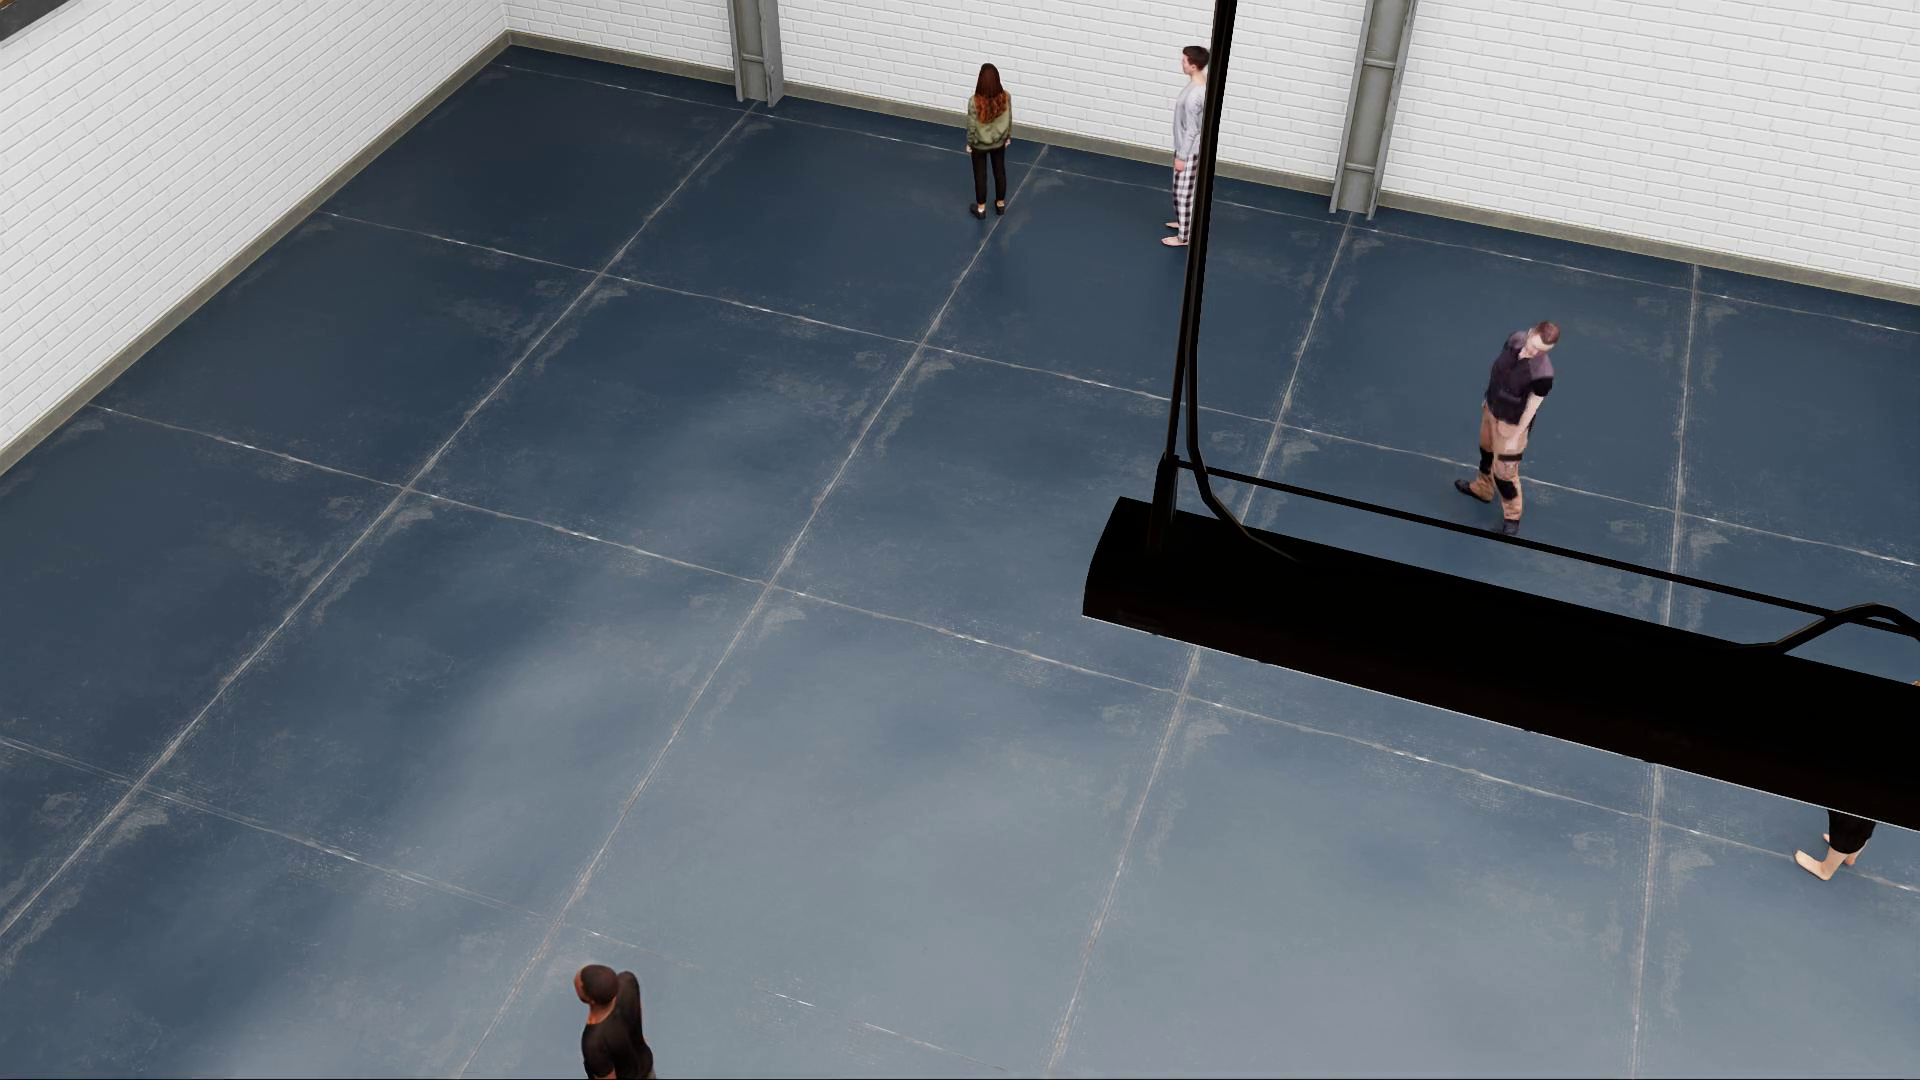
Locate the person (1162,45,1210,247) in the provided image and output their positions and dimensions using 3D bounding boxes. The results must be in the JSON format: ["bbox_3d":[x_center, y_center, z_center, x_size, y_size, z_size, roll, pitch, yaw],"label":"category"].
[{"bbox_3d":[1.980,-3.395,14.327,0.537,1.847,0.638,11,45,12],"label":"person"}]

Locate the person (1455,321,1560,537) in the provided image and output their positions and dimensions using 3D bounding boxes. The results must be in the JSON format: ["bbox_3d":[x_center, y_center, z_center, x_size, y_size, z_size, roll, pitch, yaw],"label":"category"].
[{"bbox_3d":[3.887,-0.918,11.761,0.863,1.800,0.911,4,44,4],"label":"person"}]

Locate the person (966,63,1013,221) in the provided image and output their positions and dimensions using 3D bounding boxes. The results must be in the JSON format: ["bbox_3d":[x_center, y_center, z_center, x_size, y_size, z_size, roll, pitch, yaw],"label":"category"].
[{"bbox_3d":[0.257,-3.535,14.744,0.633,1.475,0.717,-12,45,-13],"label":"person"}]

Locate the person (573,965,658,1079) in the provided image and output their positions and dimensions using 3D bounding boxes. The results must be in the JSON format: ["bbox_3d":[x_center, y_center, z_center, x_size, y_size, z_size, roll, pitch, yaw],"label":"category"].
[{"bbox_3d":[-1.627,2.585,8.081,0.545,1.805,0.654,11,45,12],"label":"person"}]

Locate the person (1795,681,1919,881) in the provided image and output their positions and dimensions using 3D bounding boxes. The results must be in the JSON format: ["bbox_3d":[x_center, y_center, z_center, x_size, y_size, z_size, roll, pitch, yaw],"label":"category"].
[{"bbox_3d":[5.222,1.367,9.490,0.673,1.624,0.731,-19,47,-19],"label":"person"}]
